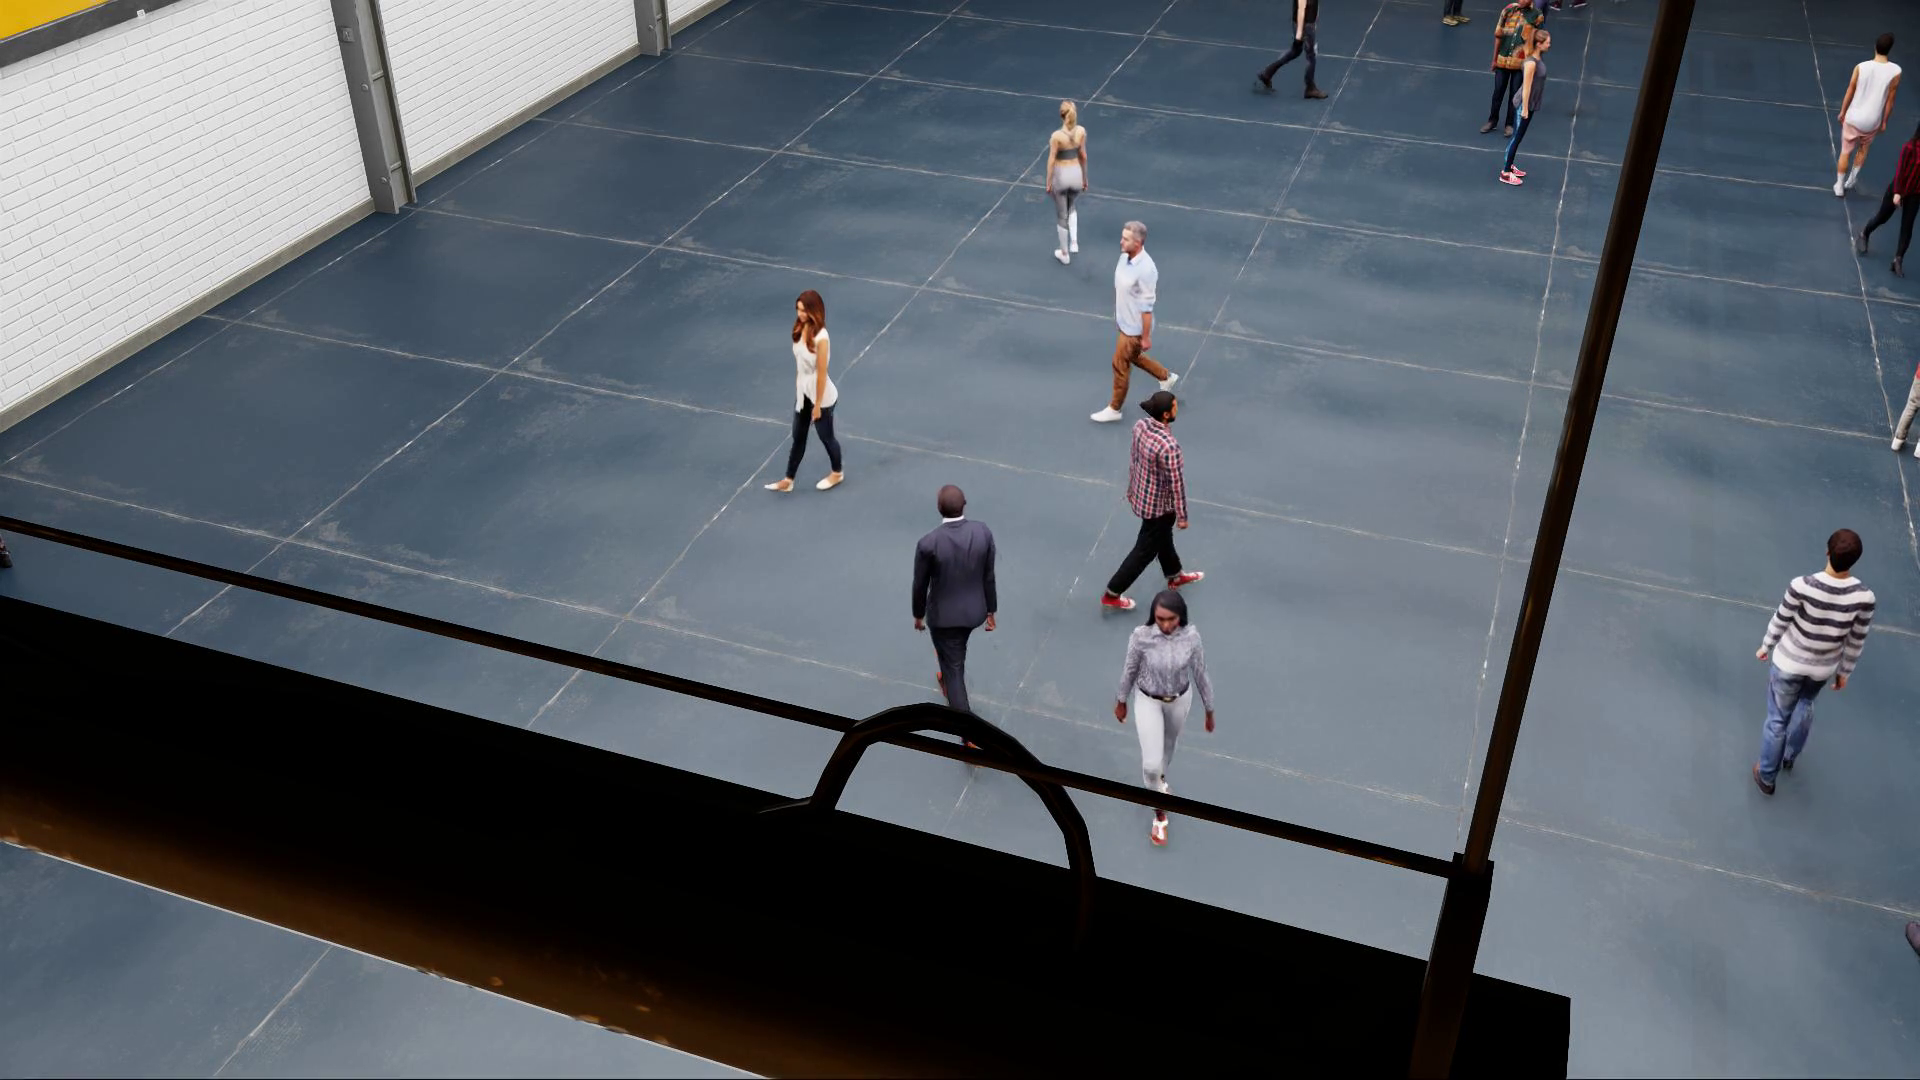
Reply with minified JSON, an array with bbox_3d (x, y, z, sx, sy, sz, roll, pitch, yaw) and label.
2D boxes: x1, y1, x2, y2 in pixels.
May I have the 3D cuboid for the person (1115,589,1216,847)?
[{"bbox_3d":[1.192,0.955,10.015,0.922,1.696,1.010,-4,34,-6],"label":"person"}]

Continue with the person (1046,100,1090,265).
[{"bbox_3d":[1.123,-3.594,16.863,0.724,1.694,0.780,-12,36,-18],"label":"person"}]

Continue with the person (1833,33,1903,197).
[{"bbox_3d":[9.990,-4.660,18.391,0.681,1.776,0.705,14,36,21],"label":"person"}]

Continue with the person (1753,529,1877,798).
[{"bbox_3d":[5.162,0.806,10.117,0.701,1.833,0.759,6,34,9],"label":"person"}]

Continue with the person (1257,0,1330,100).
[{"bbox_3d":[4.283,-6.567,21.178,0.882,1.867,1.156,5,34,7],"label":"person"}]

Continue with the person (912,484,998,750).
[{"bbox_3d":[0.001,0.525,10.578,1.199,1.790,1.313,-12,35,-17],"label":"person"}]

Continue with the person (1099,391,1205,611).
[{"bbox_3d":[1.321,-0.250,11.795,1.216,1.734,1.185,-13,36,-18],"label":"person"}]

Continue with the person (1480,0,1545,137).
[{"bbox_3d":[6.695,-5.816,20.104,0.744,1.807,0.714,18,38,25],"label":"person"}]

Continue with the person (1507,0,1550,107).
[{"bbox_3d":[7.218,-6.245,20.774,0.747,1.778,0.547,8,35,12],"label":"person"}]

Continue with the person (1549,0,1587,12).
[{"bbox_3d":[9.225,-8.702,24.525,1.135,1.719,1.070,-14,36,-21],"label":"person"}]

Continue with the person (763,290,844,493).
[{"bbox_3d":[-1.072,-1.169,13.149,1.036,1.766,0.913,-22,39,-29],"label":"person"}]

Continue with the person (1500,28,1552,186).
[{"bbox_3d":[6.406,-4.922,18.830,0.647,1.728,0.487,15,36,21],"label":"person"}]

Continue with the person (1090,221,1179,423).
[{"bbox_3d":[1.553,-1.870,14.168,1.139,1.804,1.146,-10,35,-14],"label":"person"}]

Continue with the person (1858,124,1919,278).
[{"bbox_3d":[9.523,-3.554,16.866,0.852,1.622,1.124,-1,34,-2],"label":"person"}]

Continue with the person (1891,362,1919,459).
[{"bbox_3d":[8.072,-1.355,13.745,0.562,1.415,0.557,24,40,31],"label":"person"}]

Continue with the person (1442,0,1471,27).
[{"bbox_3d":[7.254,-8.339,23.926,0.651,1.777,0.766,-25,41,-33],"label":"person"}]
